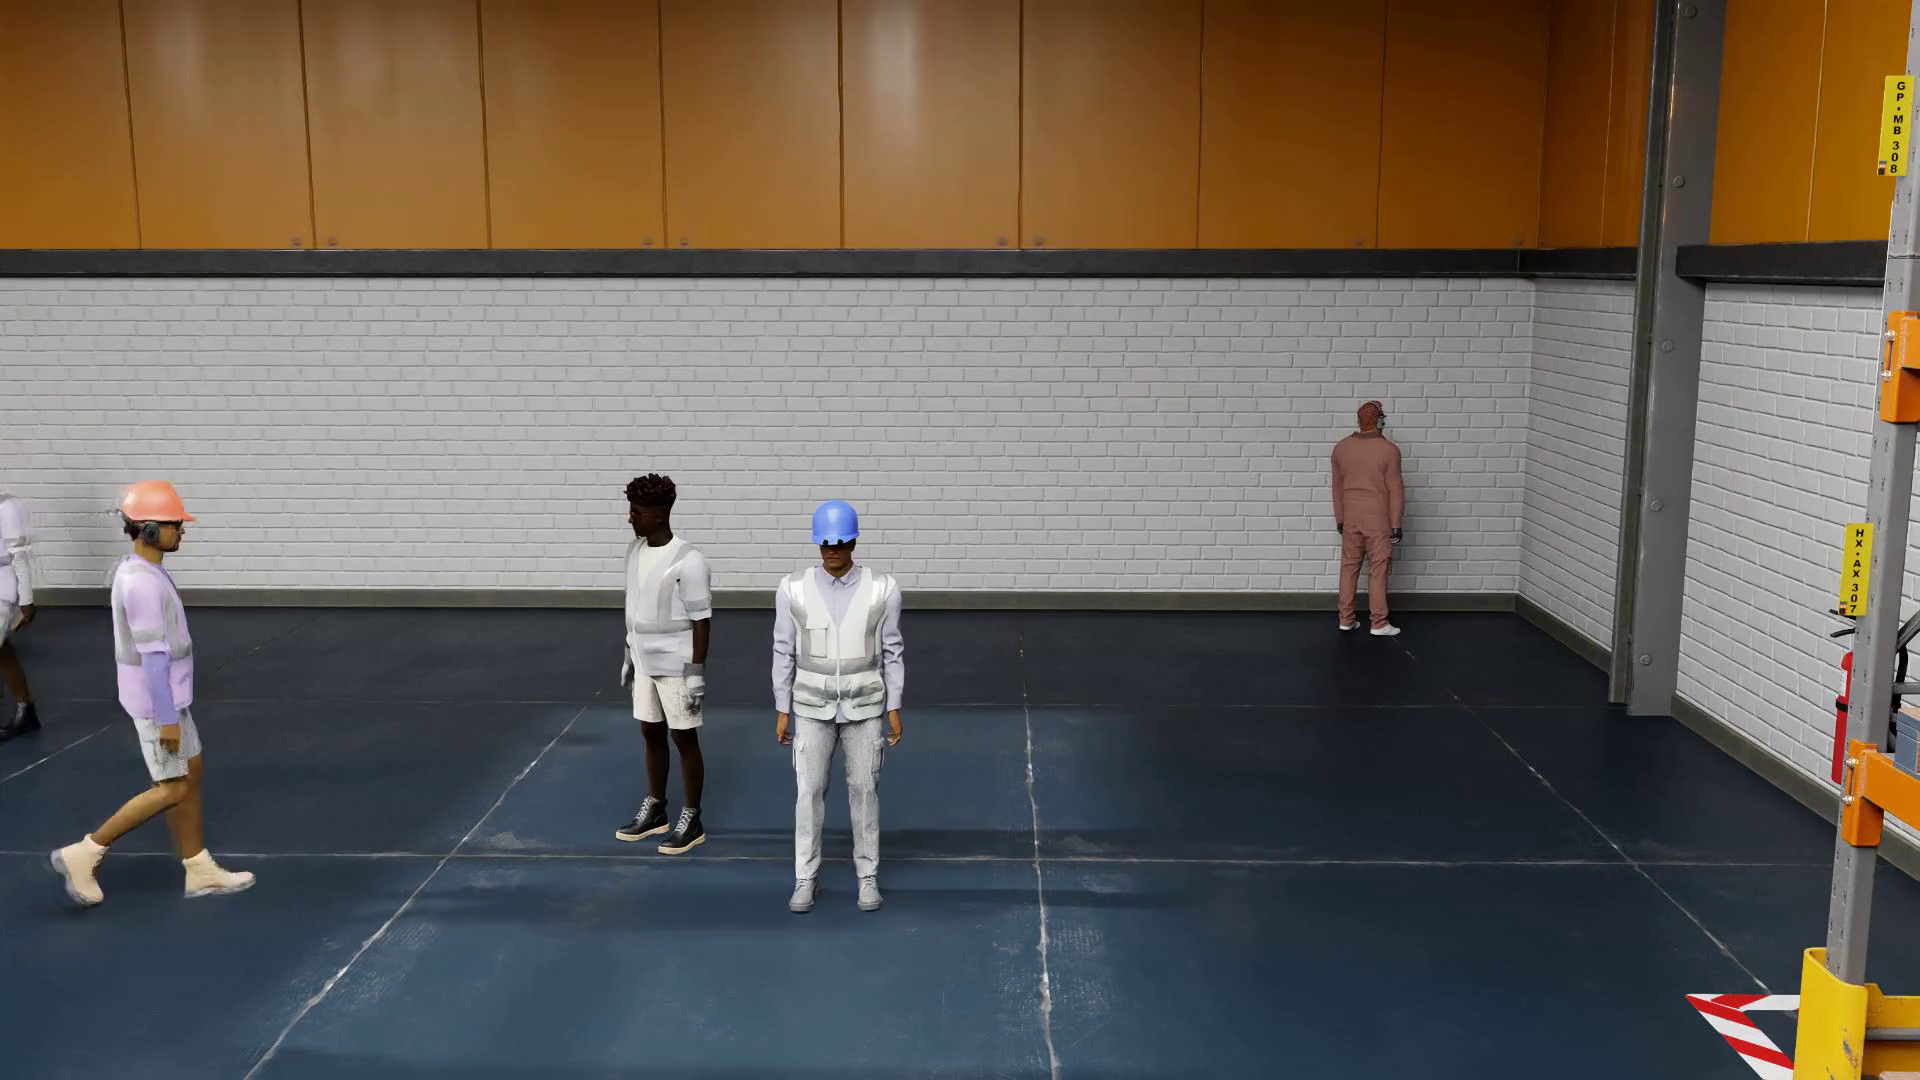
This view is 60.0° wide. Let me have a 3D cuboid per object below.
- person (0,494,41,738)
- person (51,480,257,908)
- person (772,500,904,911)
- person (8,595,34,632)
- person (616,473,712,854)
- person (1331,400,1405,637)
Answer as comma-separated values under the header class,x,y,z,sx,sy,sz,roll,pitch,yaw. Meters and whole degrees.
class,x,y,z,sx,sy,sz,roll,pitch,yaw
person,-6.151,0.351,10.360,0.557,1.902,0.799,4,10,20
person,-3.784,0.733,7.723,0.775,2.025,0.628,-4,10,-24
person,-0.563,0.771,7.728,0.612,1.946,0.405,0,9,-3
person,-7.843,-0.108,13.042,0.821,1.949,0.627,-6,11,-31
person,-1.525,0.626,8.555,0.608,1.962,0.374,8,13,41
person,3.327,-0.174,13.504,0.410,1.913,0.640,-9,13,-44
